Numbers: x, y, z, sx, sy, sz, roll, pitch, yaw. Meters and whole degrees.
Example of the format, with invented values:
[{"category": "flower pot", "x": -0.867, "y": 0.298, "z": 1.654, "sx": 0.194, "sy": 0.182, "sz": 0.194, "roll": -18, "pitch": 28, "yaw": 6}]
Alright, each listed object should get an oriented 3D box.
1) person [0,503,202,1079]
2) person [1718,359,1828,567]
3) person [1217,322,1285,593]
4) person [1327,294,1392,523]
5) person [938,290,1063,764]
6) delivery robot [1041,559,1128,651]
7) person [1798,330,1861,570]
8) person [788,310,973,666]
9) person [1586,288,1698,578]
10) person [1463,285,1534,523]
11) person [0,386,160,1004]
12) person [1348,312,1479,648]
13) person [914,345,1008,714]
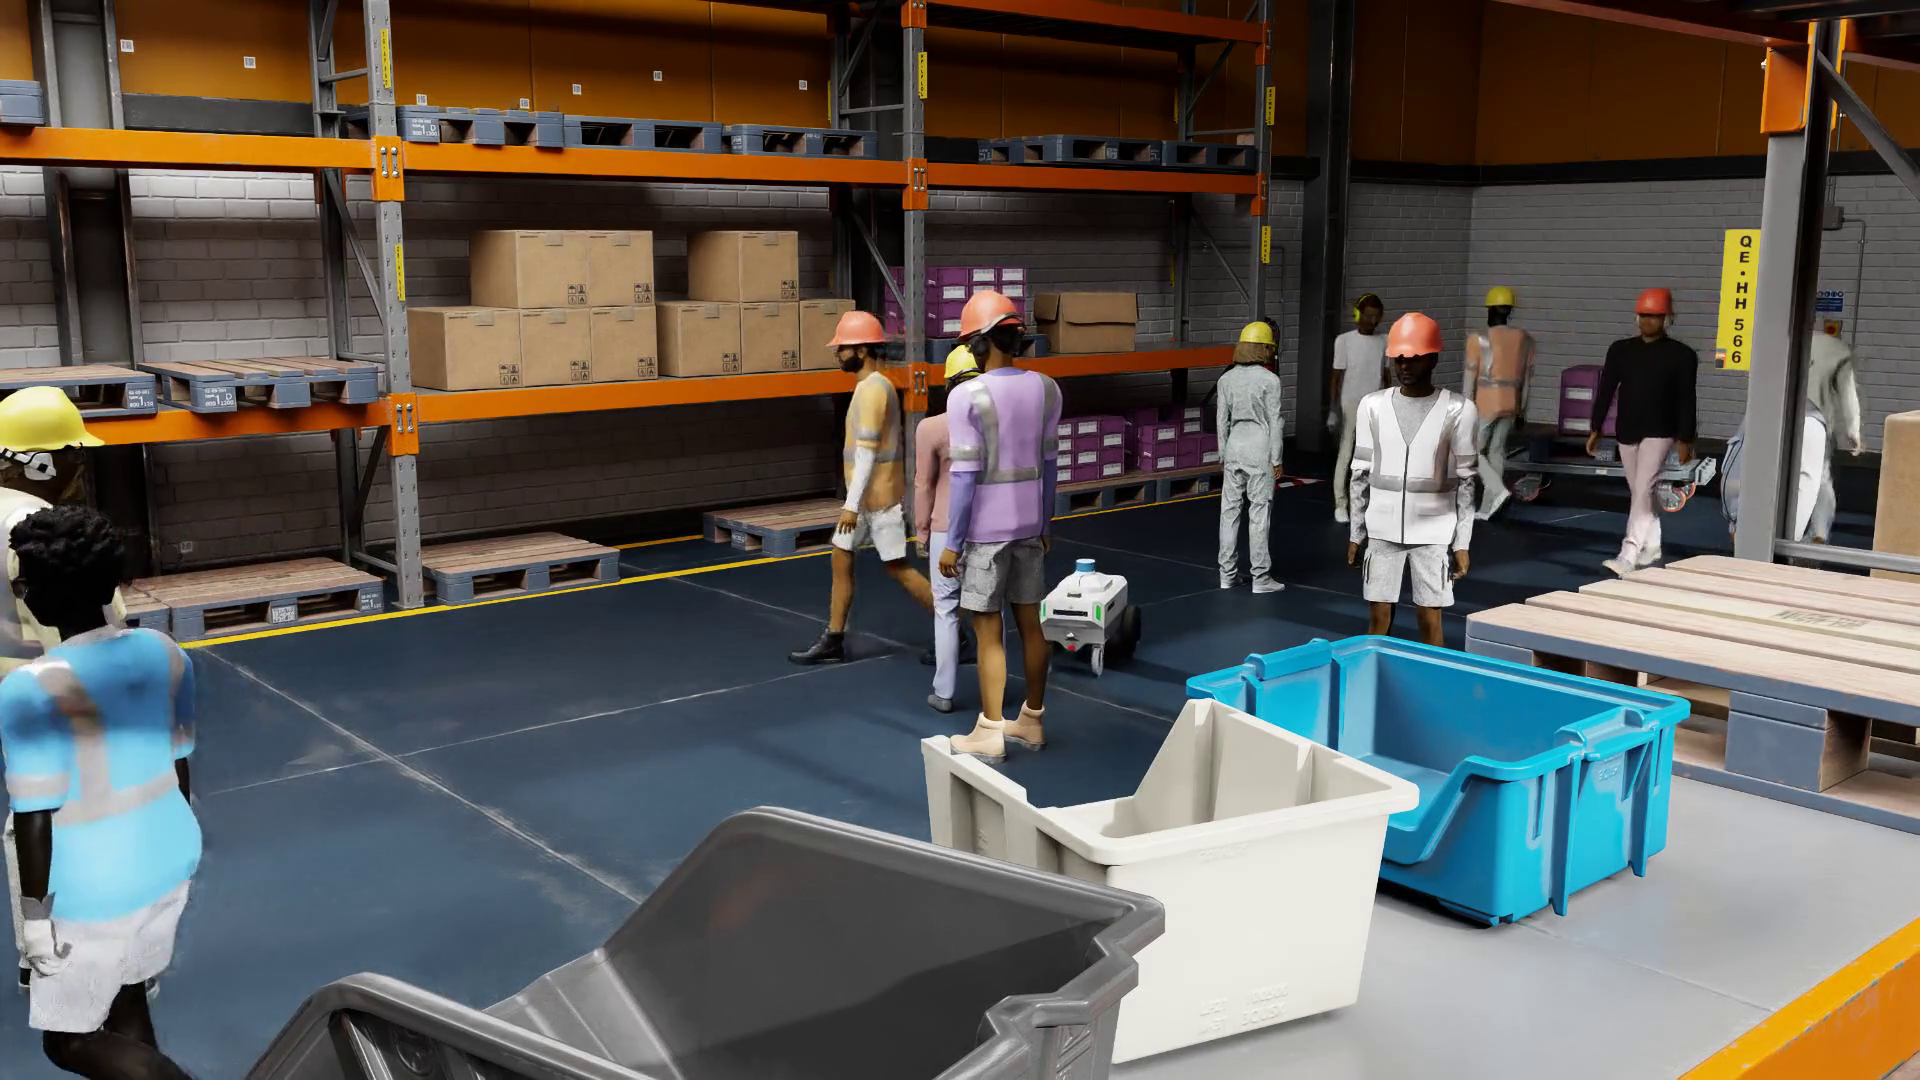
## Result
[{"category": "person", "x": -1.824, "y": 0.751, "z": 3.692, "sx": 0.596, "sy": 1.673, "sz": 0.539, "roll": 2, "pitch": 10, "yaw": 11}, {"category": "person", "x": 3.803, "y": -0.071, "z": 7.868, "sx": 0.403, "sy": 1.835, "sz": 0.586, "roll": 0, "pitch": 10, "yaw": 2}, {"category": "person", "x": 1.883, "y": -0.530, "z": 10.716, "sx": 0.483, "sy": 1.736, "sz": 0.311, "roll": 9, "pitch": 14, "yaw": 43}, {"category": "person", "x": 3.198, "y": -1.016, "z": 13.127, "sx": 0.607, "sy": 1.836, "sz": 0.729, "roll": -2, "pitch": 10, "yaw": -10}, {"category": "person", "x": 0.155, "y": -0.053, "z": 7.207, "sx": 0.605, "sy": 2.034, "sz": 0.392, "roll": -8, "pitch": 13, "yaw": -40}, {"category": "delivery robot", "x": 0.667, "y": 0.345, "z": 8.857, "sx": 0.477, "sy": 0.478, "sz": 0.707, "roll": 3, "pitch": 11, "yaw": 17}, {"category": "person", "x": 5.823, "y": -0.726, "z": 11.398, "sx": 0.733, "sy": 1.891, "sz": 0.788, "roll": 2, "pitch": 10, "yaw": 9}, {"category": "person", "x": -0.397, "y": -0.253, "z": 8.735, "sx": 0.955, "sy": 1.902, "sz": 0.549, "roll": -2, "pitch": 10, "yaw": -10}, {"category": "person", "x": 4.640, "y": -0.731, "z": 11.288, "sx": 1.068, "sy": 1.941, "sz": 0.614, "roll": -8, "pitch": 13, "yaw": -39}, {"category": "person", "x": 4.260, "y": -1.058, "z": 13.183, "sx": 0.601, "sy": 1.907, "sz": 0.541, "roll": -3, "pitch": 11, "yaw": -16}, {"category": "person", "x": -2.628, "y": 0.470, "z": 4.841, "sx": 0.601, "sy": 1.830, "sz": 0.403, "roll": 10, "pitch": 14, "yaw": 43}, {"category": "person", "x": 1.986, "y": -0.033, "z": 7.367, "sx": 0.551, "sy": 1.935, "sz": 0.375, "roll": 5, "pitch": 11, "yaw": 28}, {"category": "person", "x": 0.030, "y": -0.050, "z": 7.970, "sx": 0.518, "sy": 1.756, "sz": 0.348, "roll": -3, "pitch": 11, "yaw": -18}]
